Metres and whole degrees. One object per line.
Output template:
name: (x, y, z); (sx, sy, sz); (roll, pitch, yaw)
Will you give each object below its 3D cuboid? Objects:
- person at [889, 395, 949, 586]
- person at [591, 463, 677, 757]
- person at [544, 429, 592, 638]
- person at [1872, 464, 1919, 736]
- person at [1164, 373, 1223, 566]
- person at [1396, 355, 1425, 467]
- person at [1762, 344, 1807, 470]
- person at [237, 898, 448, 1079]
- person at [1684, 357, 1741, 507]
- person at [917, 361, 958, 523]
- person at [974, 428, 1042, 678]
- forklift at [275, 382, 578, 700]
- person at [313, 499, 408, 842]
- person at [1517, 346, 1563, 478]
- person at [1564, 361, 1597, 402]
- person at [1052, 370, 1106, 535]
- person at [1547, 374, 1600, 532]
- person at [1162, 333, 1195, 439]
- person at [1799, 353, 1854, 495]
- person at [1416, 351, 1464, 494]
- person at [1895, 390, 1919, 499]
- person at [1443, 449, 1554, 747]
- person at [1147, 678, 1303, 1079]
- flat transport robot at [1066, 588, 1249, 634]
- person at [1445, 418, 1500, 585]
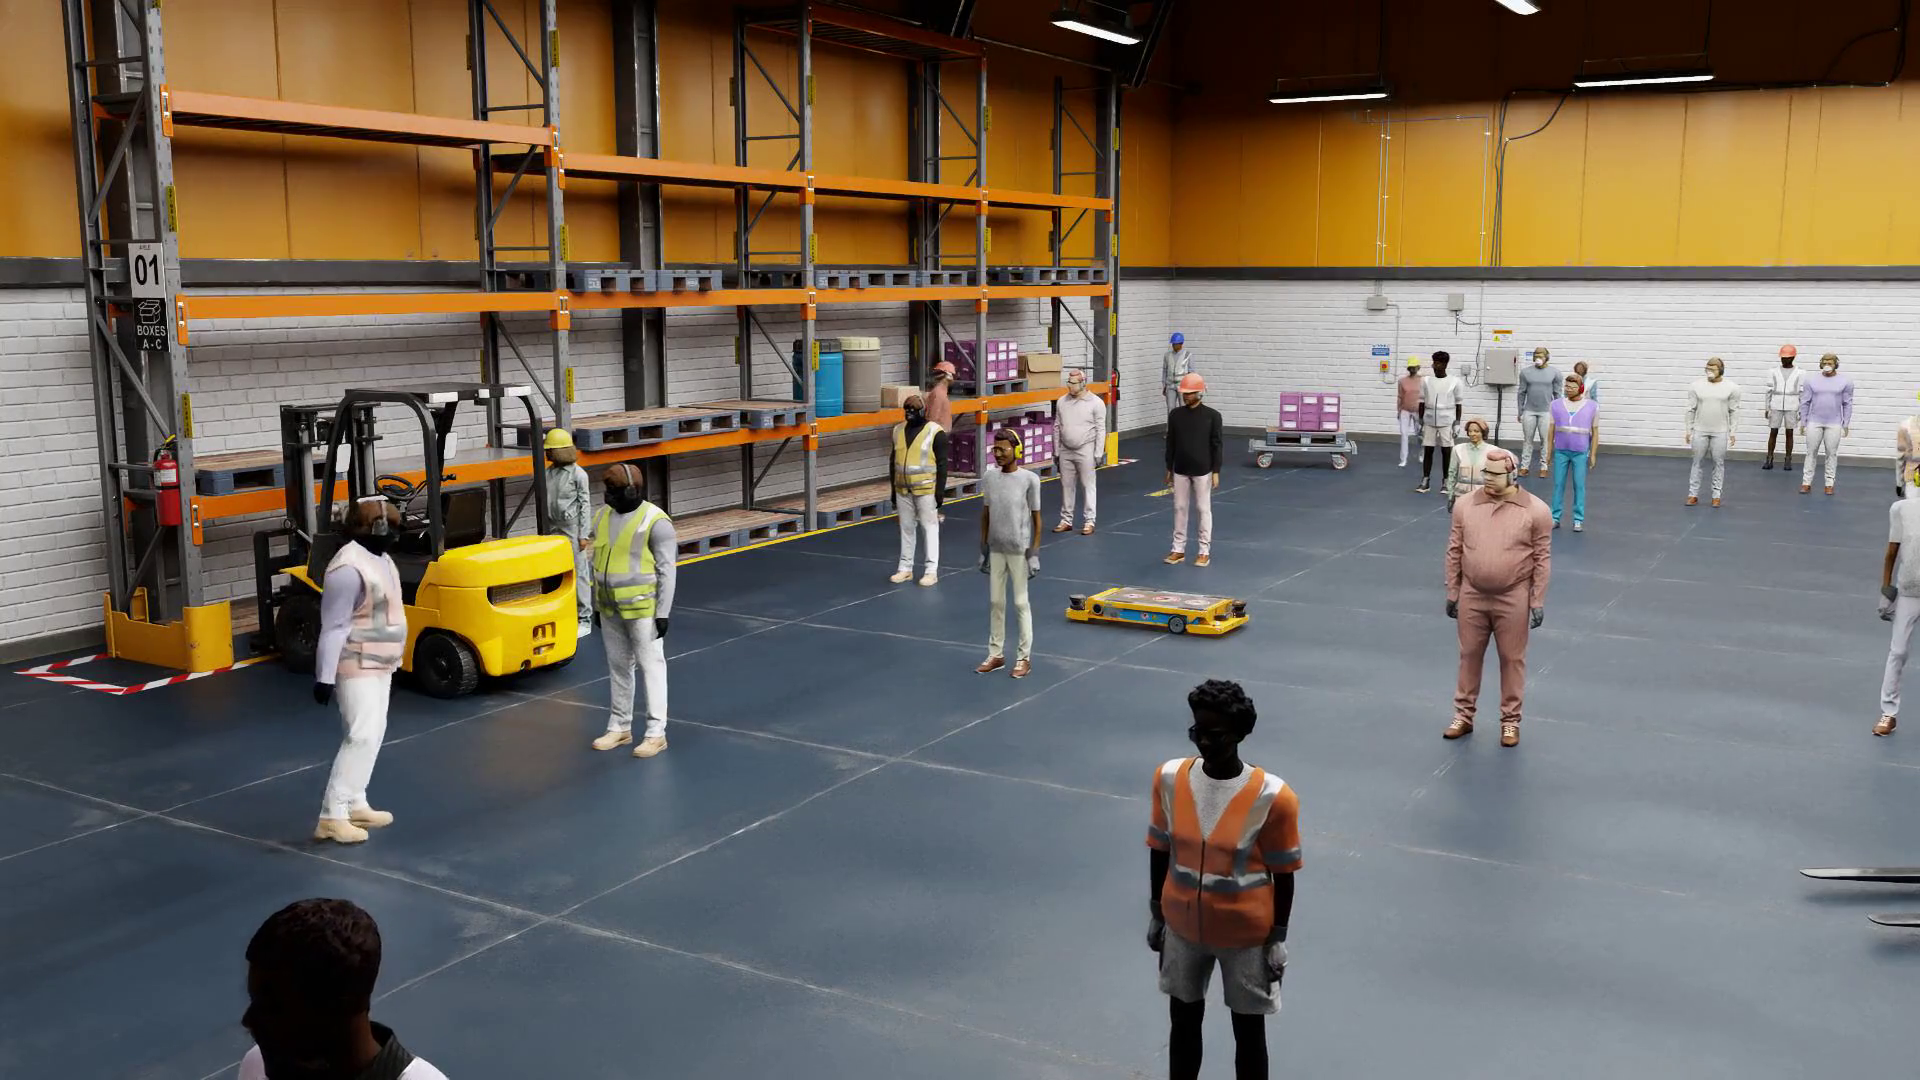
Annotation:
person: (-0.419, -0.480, 16.092); (0.625, 1.843, 0.430); (6, 11, 32)
person: (-2.061, 0.435, 10.395); (0.625, 1.840, 0.430); (6, 11, 32)
person: (-3.272, -0.055, 13.756); (0.488, 1.740, 0.318); (6, 11, 32)
person: (6.221, 0.367, 10.717); (0.514, 1.871, 0.327); (6, 11, 32)
person: (2.395, -0.721, 17.131); (0.613, 1.991, 0.392); (6, 11, 32)
person: (7.123, -2.026, 26.059); (0.531, 1.749, 0.639); (5, 11, 31)
person: (12.623, -2.027, 25.459); (0.548, 1.934, 0.376); (6, 11, 32)
person: (-1.094, 1.565, 3.097); (0.590, 1.916, 0.391); (6, 11, 32)
person: (9.694, -1.386, 21.458); (0.629, 1.936, 0.371); (6, 11, 32)
person: (-0.265, -1.191, 20.192); (0.517, 1.946, 0.647); (0, 9, -2)
person: (0.365, 0.095, 12.419); (0.514, 1.871, 0.327); (6, 11, 32)
forklift: (-3.974, -0.067, 12.417); (2.313, 2.155, 1.214); (5, 11, 30)
person: (-3.197, 0.685, 8.944); (0.458, 1.804, 0.654); (0, 9, -2)
person: (8.546, -1.883, 24.551); (0.629, 1.939, 0.371); (6, 11, 32)
person: (9.992, -2.080, 26.785); (0.519, 1.623, 0.607); (5, 11, 31)
person: (1.354, -1.009, 19.202); (0.643, 1.905, 0.399); (6, 11, 32)
person: (7.158, -1.016, 19.435); (0.564, 1.841, 0.389); (6, 11, 32)
person: (3.949, -2.785, 30.157); (0.606, 1.943, 0.403); (6, 11, 32)
person: (11.794, -1.582, 22.669); (0.629, 1.939, 0.371); (6, 11, 32)
person: (6.561, -1.611, 22.772); (0.609, 1.963, 0.368); (6, 11, 32)
person: (9.838, -0.634, 16.894); (0.617, 1.899, 0.763); (7, 11, 37)
person: (3.414, 0.366, 10.625); (0.643, 1.905, 0.399); (6, 11, 32)
person: (0.857, 1.286, 5.518); (0.537, 1.695, 0.321); (6, 11, 32)
flat transport robot: (1.693, 0.593, 14.281); (1.431, 0.197, 0.652); (5, 11, 30)
person: (4.936, -0.358, 15.958); (0.515, 1.640, 0.315); (6, 11, 32)
